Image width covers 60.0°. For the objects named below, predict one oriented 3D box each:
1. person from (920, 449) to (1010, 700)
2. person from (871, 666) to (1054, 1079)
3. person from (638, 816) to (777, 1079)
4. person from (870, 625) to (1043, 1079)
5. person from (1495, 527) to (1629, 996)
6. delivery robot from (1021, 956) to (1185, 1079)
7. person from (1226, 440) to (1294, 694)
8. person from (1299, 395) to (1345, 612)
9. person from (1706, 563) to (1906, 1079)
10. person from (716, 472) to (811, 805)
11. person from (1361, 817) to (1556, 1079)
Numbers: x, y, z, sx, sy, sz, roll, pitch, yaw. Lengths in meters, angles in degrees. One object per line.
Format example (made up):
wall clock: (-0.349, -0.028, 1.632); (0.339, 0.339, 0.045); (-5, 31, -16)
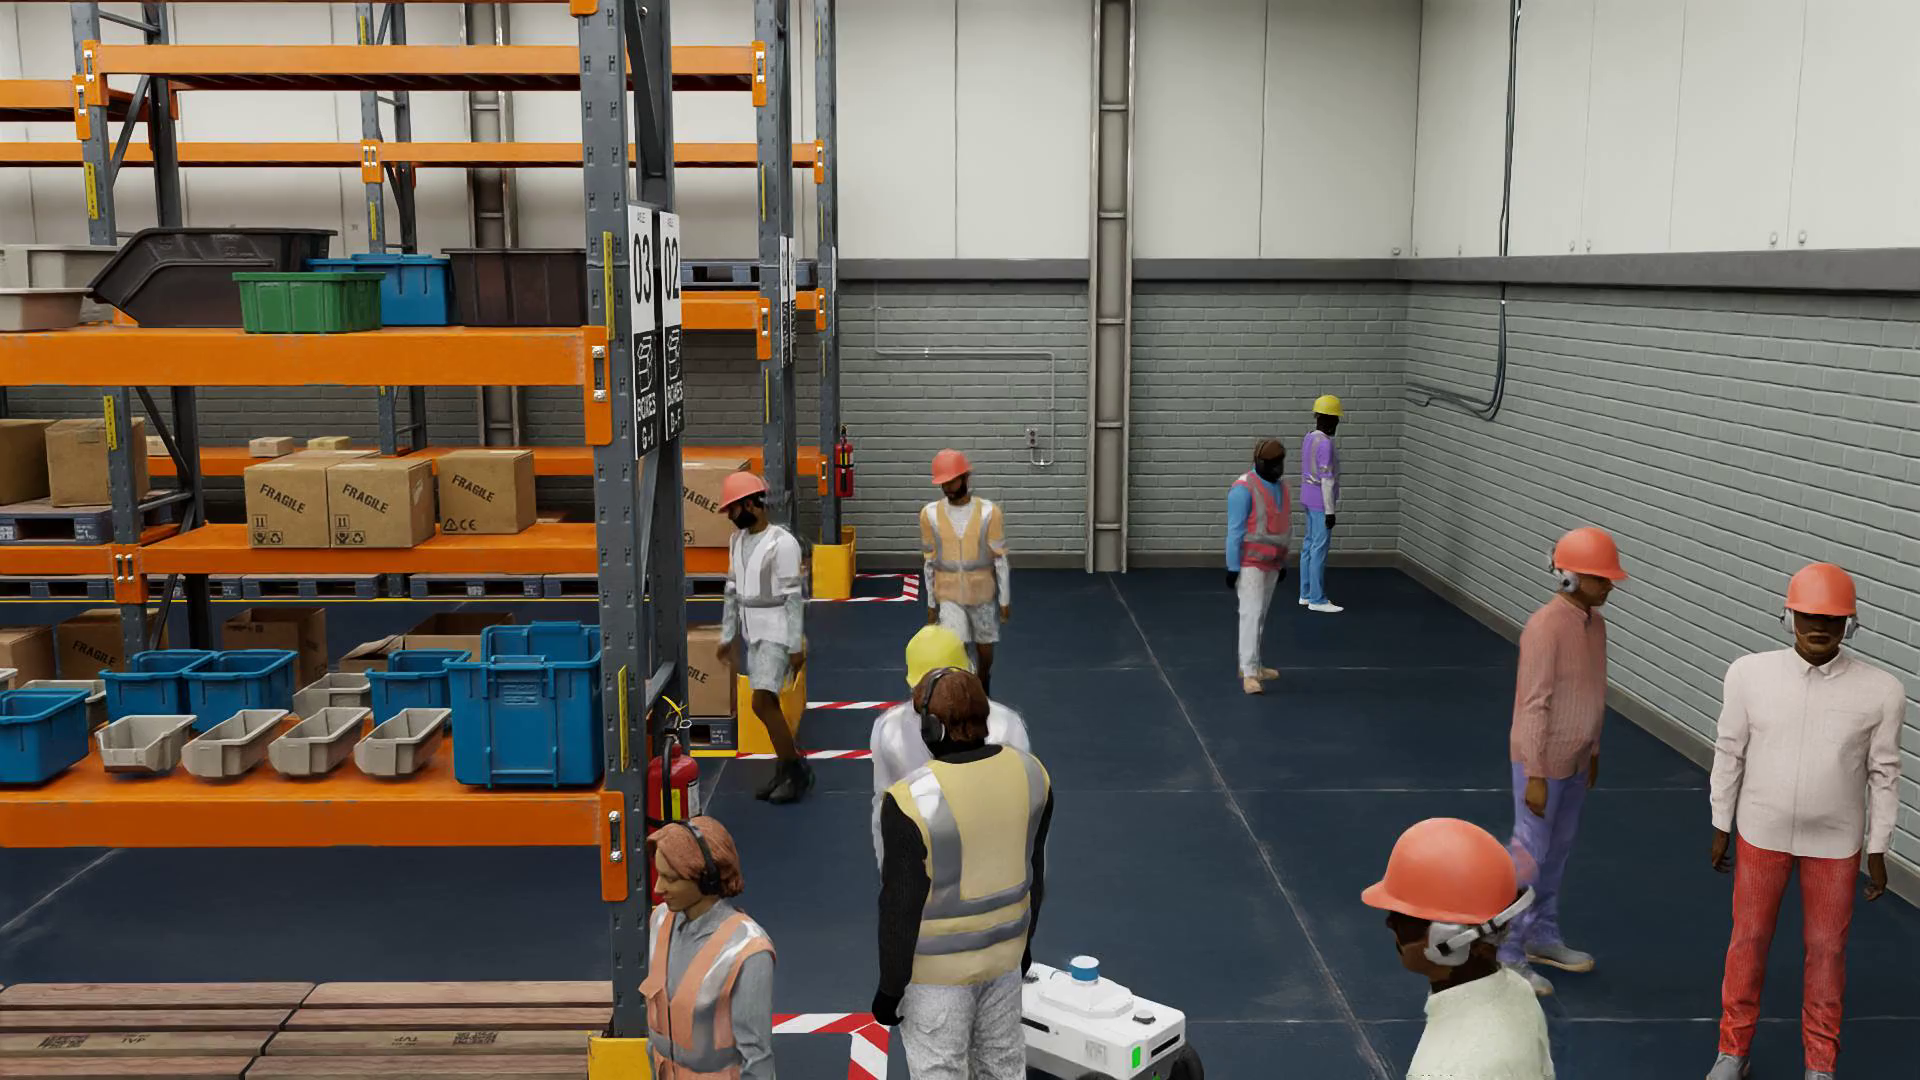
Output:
person: (0.034, 0.332, 10.859); (0.578, 1.893, 0.837); (0, 9, 3)
person: (-0.015, 1.290, 5.138); (0.621, 1.841, 0.429); (-8, 12, -39)
person: (-0.652, 1.514, 4.398); (0.315, 1.631, 0.523); (-9, 13, -43)
person: (-0.013, 1.154, 6.095); (0.616, 1.786, 0.840); (0, 9, 1)
person: (2.542, 0.919, 6.991); (0.626, 1.983, 0.425); (-8, 13, -42)
delivery robot: (0.445, 1.744, 5.987); (0.707, 0.478, 0.477); (8, 12, 40)
person: (2.180, 0.179, 12.029); (0.668, 1.819, 0.500); (-9, 13, -43)
person: (3.213, -0.326, 14.772); (0.366, 1.926, 0.587); (-1, 9, -5)
person: (3.043, 1.064, 6.032); (0.613, 1.997, 0.374); (5, 10, 27)
person: (-1.132, 0.558, 9.477); (0.466, 1.889, 0.579); (-8, 13, -42)
person: (0.936, 1.517, 3.402); (1.022, 1.936, 0.630); (4, 10, 23)
